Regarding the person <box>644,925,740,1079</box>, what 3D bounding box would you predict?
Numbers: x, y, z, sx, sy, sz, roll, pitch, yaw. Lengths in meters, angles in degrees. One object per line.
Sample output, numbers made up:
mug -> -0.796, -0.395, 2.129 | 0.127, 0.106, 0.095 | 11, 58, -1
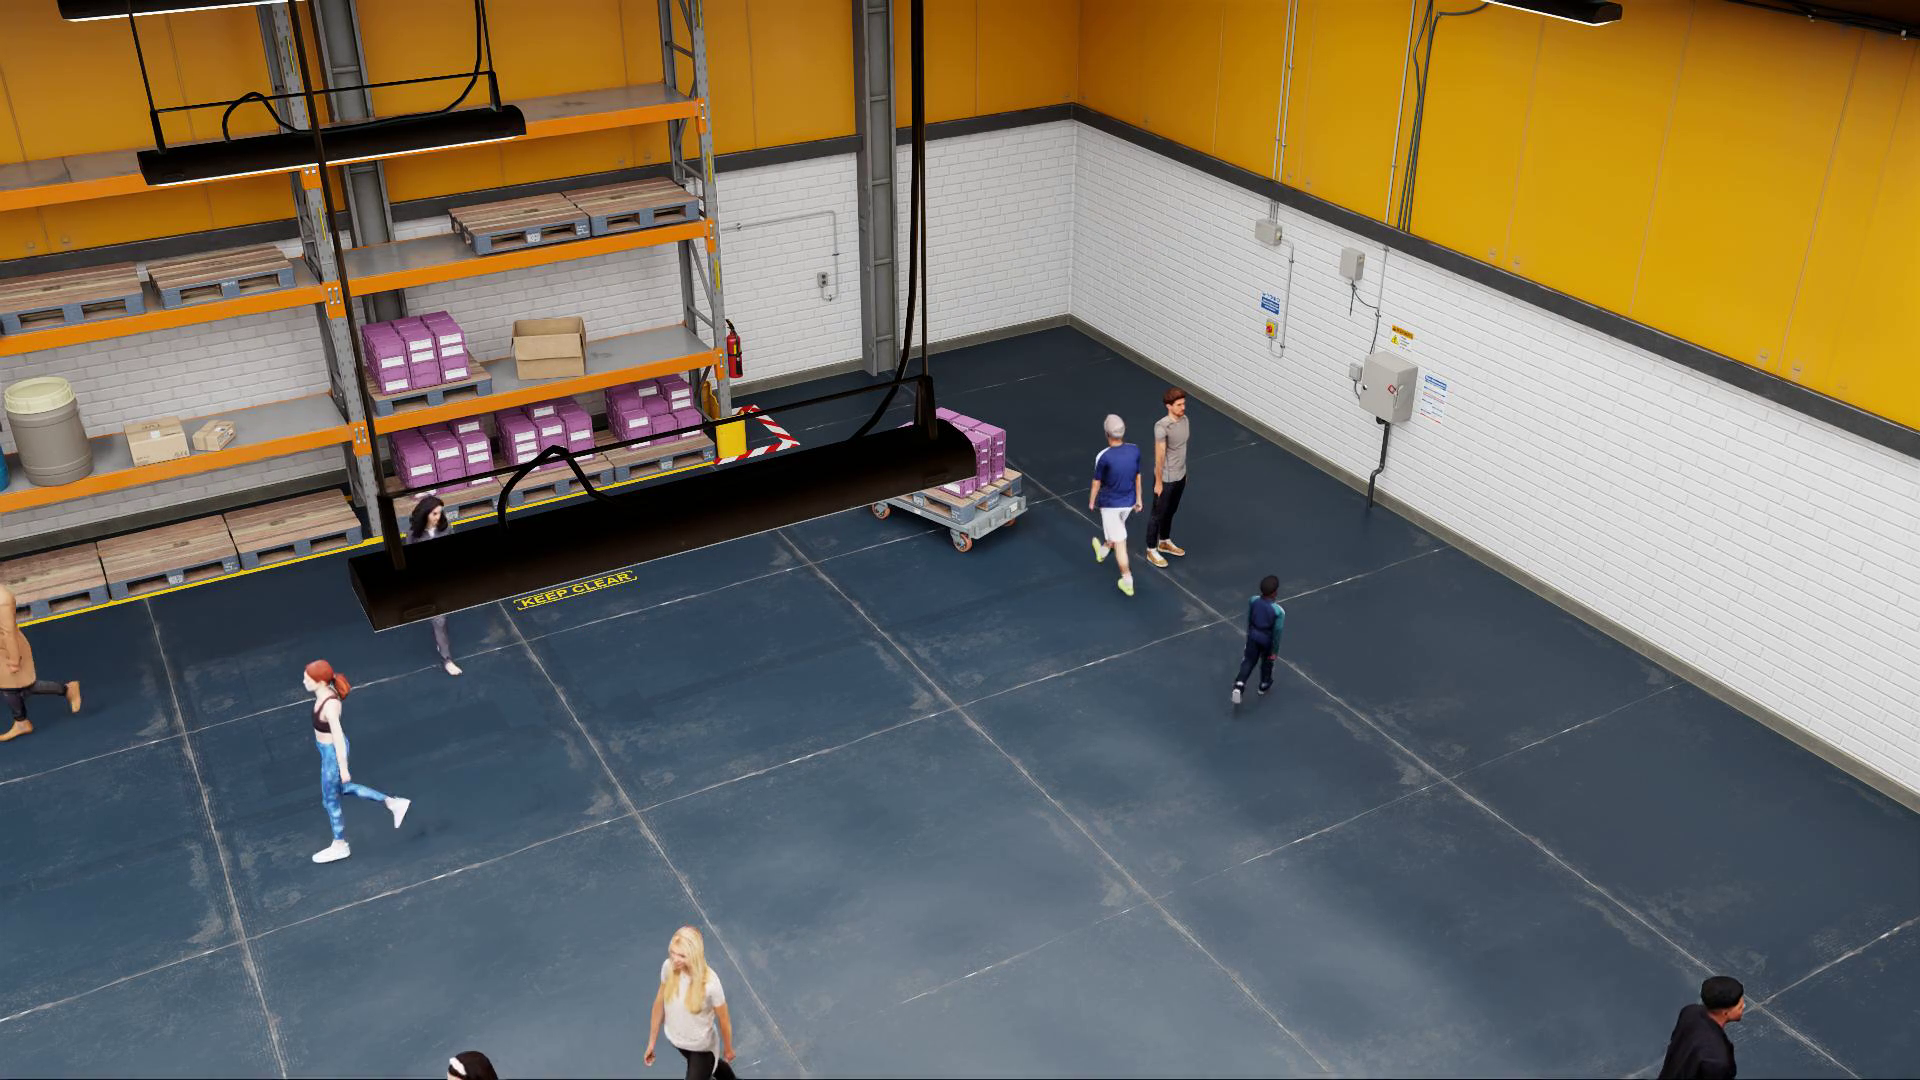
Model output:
person -> -1.555, 3.011, 10.120 | 0.975, 1.773, 1.263 | 17, 33, 28

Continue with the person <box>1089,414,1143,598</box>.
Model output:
person -> 1.573, -0.287, 16.176 | 1.085, 1.765, 0.726 | -13, 31, -23

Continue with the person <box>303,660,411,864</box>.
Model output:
person -> -4.650, 1.649, 12.622 | 1.027, 1.769, 0.647 | -12, 31, -21

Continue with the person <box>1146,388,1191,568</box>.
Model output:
person -> 2.105, -0.662, 16.728 | 0.779, 1.893, 0.600 | 23, 36, 35

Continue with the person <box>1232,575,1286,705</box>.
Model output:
person -> 2.616, 0.879, 14.583 | 0.723, 1.242, 0.909 | 19, 34, 31

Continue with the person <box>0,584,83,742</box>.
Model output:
person -> -7.968, 0.891, 14.079 | 0.853, 1.704, 1.050 | 22, 36, 35

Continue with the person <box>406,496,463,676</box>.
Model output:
person -> -4.805, 0.331, 15.086 | 0.964, 1.723, 0.737 | -15, 32, -26

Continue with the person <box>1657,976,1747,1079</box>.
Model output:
person -> 4.144, 3.271, 9.641 | 1.256, 1.775, 1.159 | 5, 29, 9

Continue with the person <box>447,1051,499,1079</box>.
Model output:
person -> -2.510, 3.471, 9.248 | 0.800, 1.801, 0.690 | -19, 34, -30
